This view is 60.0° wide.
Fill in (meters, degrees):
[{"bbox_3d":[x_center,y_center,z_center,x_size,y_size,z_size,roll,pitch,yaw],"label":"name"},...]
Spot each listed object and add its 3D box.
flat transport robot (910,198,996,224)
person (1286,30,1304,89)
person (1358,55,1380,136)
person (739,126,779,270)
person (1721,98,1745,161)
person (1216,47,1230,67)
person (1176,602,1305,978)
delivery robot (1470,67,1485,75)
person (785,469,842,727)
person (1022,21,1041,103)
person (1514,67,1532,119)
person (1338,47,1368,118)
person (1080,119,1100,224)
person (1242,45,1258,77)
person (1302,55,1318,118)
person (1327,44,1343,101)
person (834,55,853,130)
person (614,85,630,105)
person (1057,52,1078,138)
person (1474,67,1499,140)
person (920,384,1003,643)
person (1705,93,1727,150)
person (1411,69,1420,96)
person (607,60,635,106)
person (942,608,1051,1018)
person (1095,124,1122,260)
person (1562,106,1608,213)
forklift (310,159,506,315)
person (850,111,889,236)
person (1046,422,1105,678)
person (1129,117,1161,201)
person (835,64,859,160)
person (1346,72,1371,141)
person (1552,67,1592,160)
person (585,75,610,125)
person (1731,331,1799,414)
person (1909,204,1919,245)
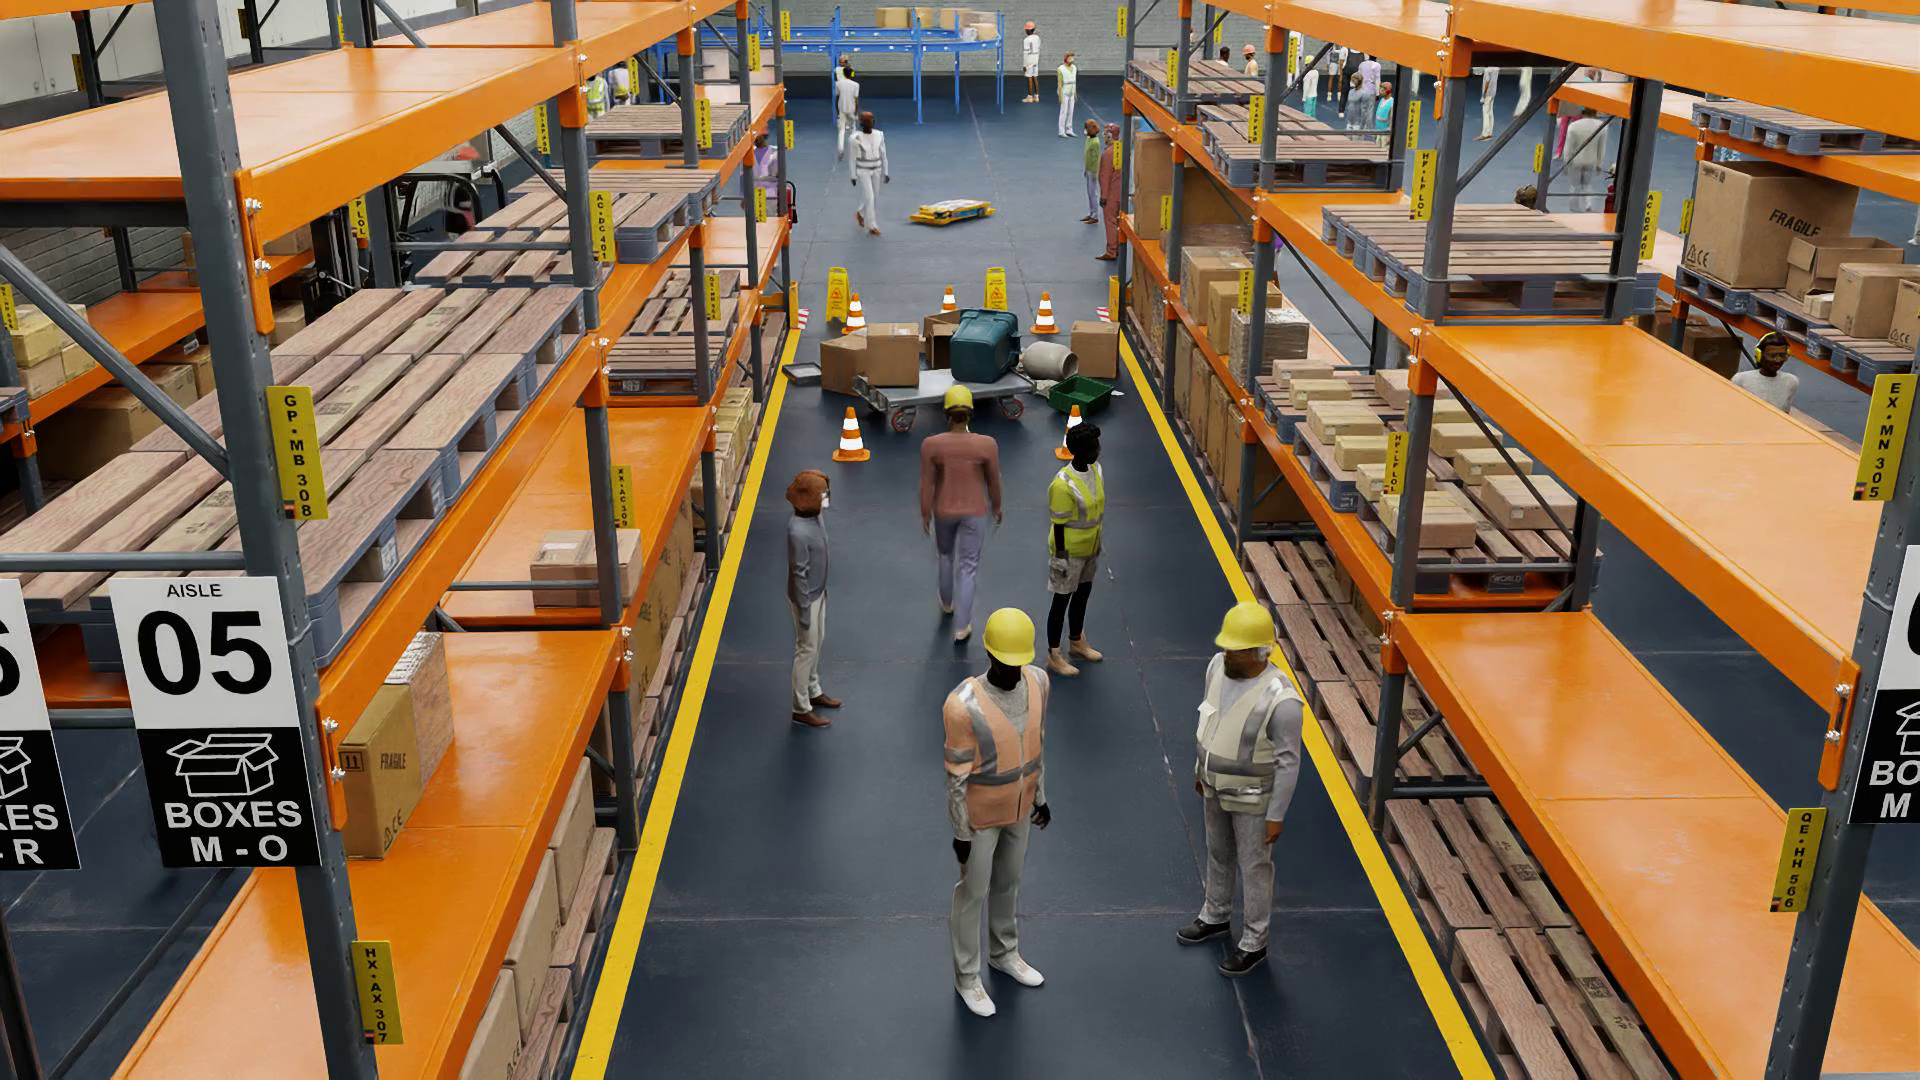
[{"bbox_3d":[-0.104,-5.335,26.916,0.652,0.197,1.431,16,26,36],"label":"flat transport robot"},{"bbox_3d":[9.274,-13.509,46.284,0.598,1.880,0.338,-8,22,-20],"label":"person"},{"bbox_3d":[9.014,-9.892,36.657,0.378,1.928,0.585,-15,25,-34],"label":"person"},{"bbox_3d":[-2.730,-4.753,22.933,0.645,2.037,0.414,3,21,7],"label":"person"},{"bbox_3d":[15.277,-8.346,32.606,0.397,1.911,0.584,-12,24,-29],"label":"person"},{"bbox_3d":[5.748,-9.932,36.796,0.405,1.906,0.604,-6,21,-15],"label":"person"},{"bbox_3d":[1.277,1.132,7.653,0.404,1.829,0.602,-12,24,-29],"label":"person"},{"bbox_3d":[15.499,-14.174,49.754,0.477,0.478,0.707,3,21,7],"label":"delivery robot"},{"bbox_3d":[-0.898,0.343,10.030,0.287,1.623,0.507,3,21,7],"label":"person"},{"bbox_3d":[1.820,-12.349,43.008,0.396,2.039,0.608,16,26,37],"label":"person"},{"bbox_3d":[13.458,-10.823,39.566,0.423,1.596,0.568,4,21,10],"label":"person"},{"bbox_3d":[9.430,-11.159,39.850,0.673,2.000,0.535,-1,21,-2],"label":"person"},{"bbox_3d":[2.084,-5.834,26.355,0.280,1.628,0.503,-3,21,-9],"label":"person"},{"bbox_3d":[6.396,-9.981,36.892,0.382,1.926,0.549,2,21,6],"label":"person"},{"bbox_3d":[7.594,-9.634,36.206,0.316,1.765,0.523,14,25,33],"label":"person"},{"bbox_3d":[9.853,-12.475,43.326,0.609,2.043,0.376,0,21,-1],"label":"person"},{"bbox_3d":[-2.641,-10.174,37.805,0.525,1.639,0.307,16,26,36],"label":"person"},{"bbox_3d":[-6.186,-7.548,30.766,0.456,1.704,0.504,-15,26,-35],"label":"person"},{"bbox_3d":[2.329,-9.723,36.348,0.402,1.832,0.571,17,27,38],"label":"person"},{"bbox_3d":[11.410,-9.599,35.962,0.331,1.874,0.519,19,28,41],"label":"person"},{"bbox_3d":[0.017,-0.220,11.354,0.545,1.732,0.807,2,21,6],"label":"person"},{"bbox_3d":[15.598,-8.918,34.402,0.535,1.698,0.318,-5,21,-13],"label":"person"},{"bbox_3d":[12.277,-12.859,44.821,0.329,1.701,0.650,-1,21,-3],"label":"person"},{"bbox_3d":[-7.179,-9.361,35.319,0.566,1.896,0.981,-12,24,-30],"label":"person"},{"bbox_3d":[0.184,1.182,7.394,0.587,1.922,0.383,-18,27,-39],"label":"person"},{"bbox_3d":[2.148,-4.940,23.620,0.395,1.899,0.641,11,23,27],"label":"person"},{"bbox_3d":[9.796,-5.922,26.159,0.624,1.927,0.472,0,21,-1],"label":"person"},{"bbox_3d":[-5.622,-2.910,17.832,2.313,2.155,1.214,-1,21,-1],"label":"forklift"},{"bbox_3d":[-1.436,-5.653,25.555,0.574,1.862,0.852,-13,24,-31],"label":"person"},{"bbox_3d":[0.750,0.047,10.720,0.318,1.692,0.537,14,25,32],"label":"person"},{"bbox_3d":[3.114,-6.709,28.364,0.633,1.841,0.429,-6,22,-16],"label":"person"},{"bbox_3d":[-2.274,-8.568,33.286,0.524,1.841,0.877,1,21,3],"label":"person"},{"bbox_3d":[7.333,-7.680,30.818,0.378,1.929,0.635,-6,22,-16],"label":"person"},{"bbox_3d":[12.129,-8.511,32.928,0.609,1.985,0.392,13,25,32],"label":"person"},{"bbox_3d":[-7.344,-8.560,33.303,0.657,1.811,0.793,-3,21,-9],"label":"person"},{"bbox_3d":[5.833,-0.617,12.224,0.507,1.872,0.329,-1,21,-2],"label":"person"},{"bbox_3d":[14.449,-5.245,24.649,0.495,1.736,0.332,3,21,7],"label":"person"}]
